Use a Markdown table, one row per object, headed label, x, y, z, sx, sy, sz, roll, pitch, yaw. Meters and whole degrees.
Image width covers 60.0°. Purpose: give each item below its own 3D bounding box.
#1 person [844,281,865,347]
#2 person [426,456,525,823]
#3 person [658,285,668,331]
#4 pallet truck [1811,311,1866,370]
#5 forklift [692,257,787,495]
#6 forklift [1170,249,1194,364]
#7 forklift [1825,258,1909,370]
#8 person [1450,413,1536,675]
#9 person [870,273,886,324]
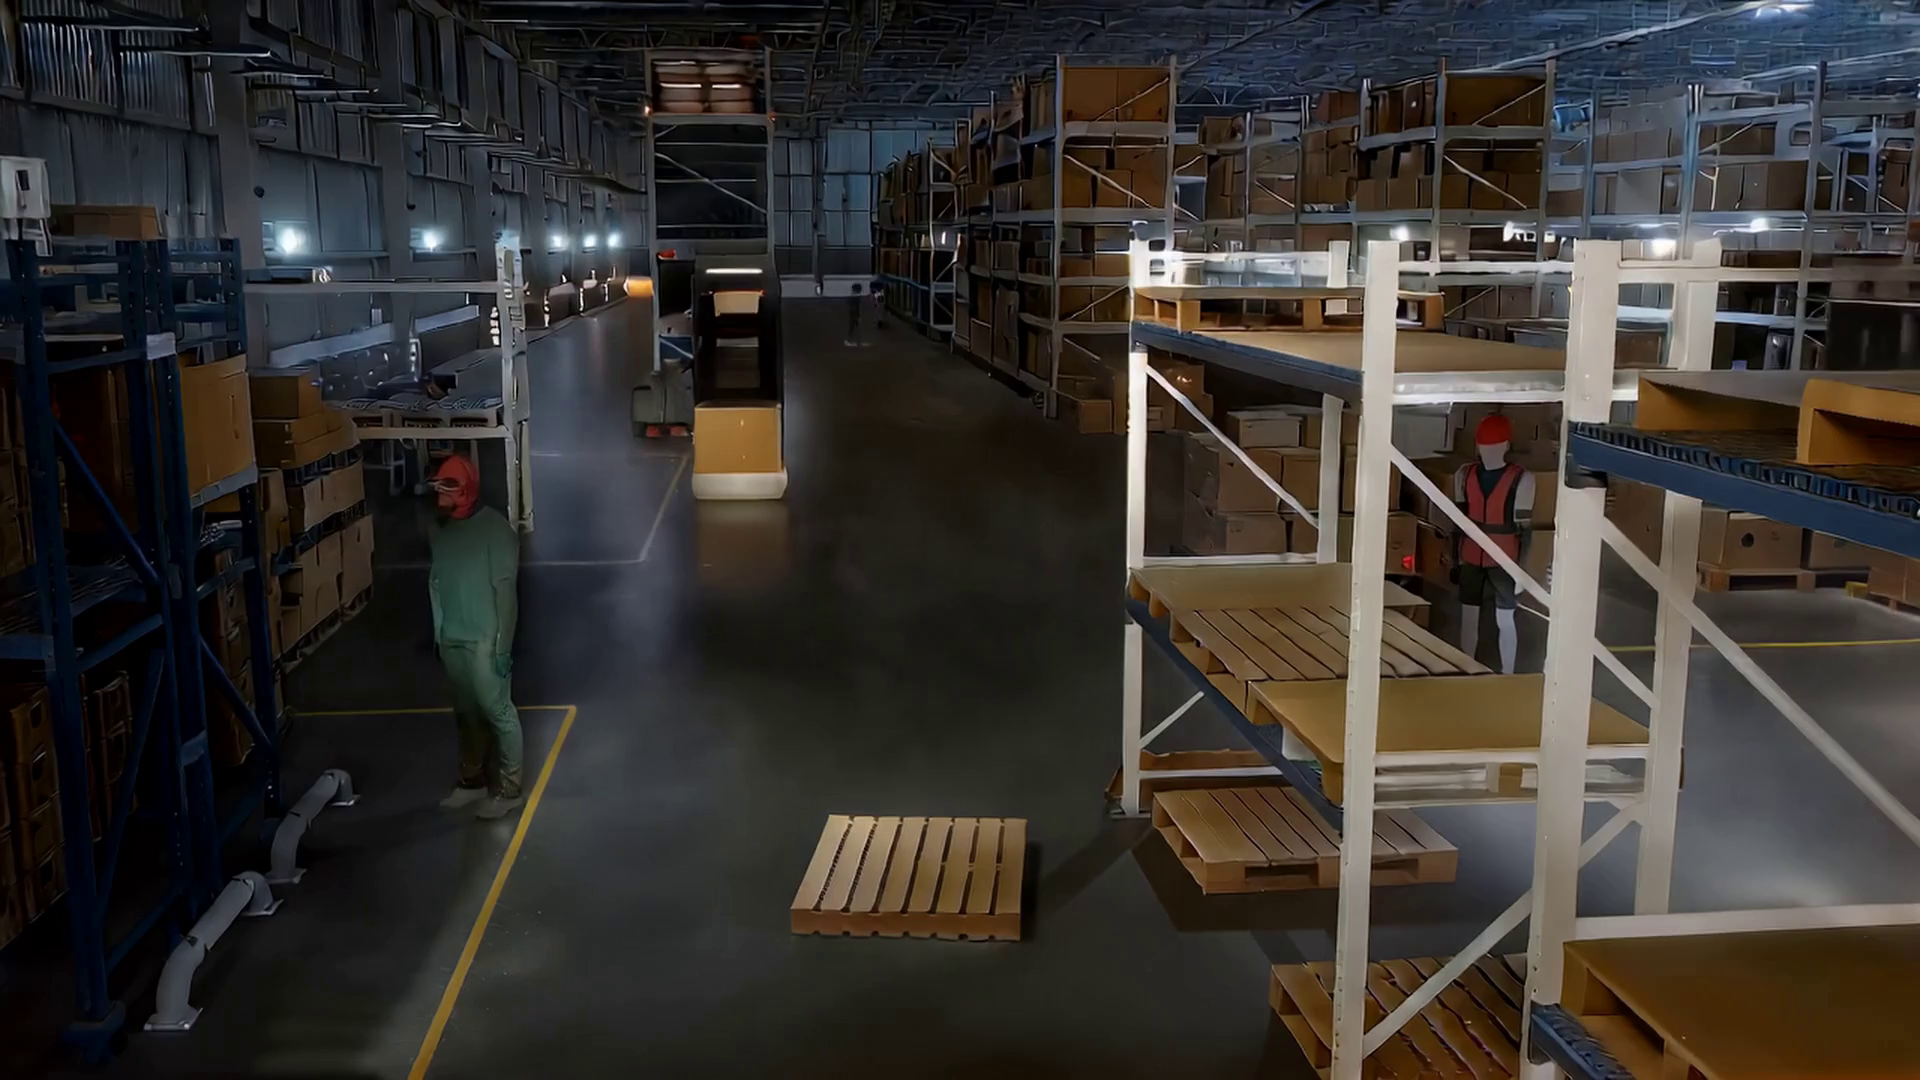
| label | x | y | z | sx | sy | sz | roll | pitch | yaw |
| --- | --- | --- | --- | --- | --- | --- | --- | --- | --- |
| person | -2.975 | -6.414 | 47.310 | 0.722 | 1.864 | 0.668 | -1 | 10 | -5 |
| person | -2.549 | 0.512 | 8.742 | 0.629 | 1.931 | 0.367 | 7 | 12 | 33 |
| person | -9.595 | -7.652 | 53.951 | 0.649 | 1.937 | 1.046 | -1 | 10 | -5 |
| pallet truck | 15.846 | -3.142 | 28.793 | 1.885 | 1.965 | 0.823 | 2 | 10 | 12 |
| forklift | -2.699 | -2.034 | 20.203 | 1.129 | 2.768 | 1.873 | -1 | 10 | -6 |
| forklift | 4.860 | -5.497 | 39.392 | 1.129 | 2.768 | 1.873 | -1 | 10 | -6 |
| forklift | 10.315 | -1.841 | 19.136 | 1.873 | 2.768 | 1.129 | -1 | 10 | -7 |
| person | 3.456 | 0.128 | 10.884 | 0.542 | 1.928 | 0.399 | 8 | 13 | 38 |
| person | -2.997 | -8.831 | 60.809 | 0.598 | 1.817 | 0.751 | -1 | 10 | -6 |
